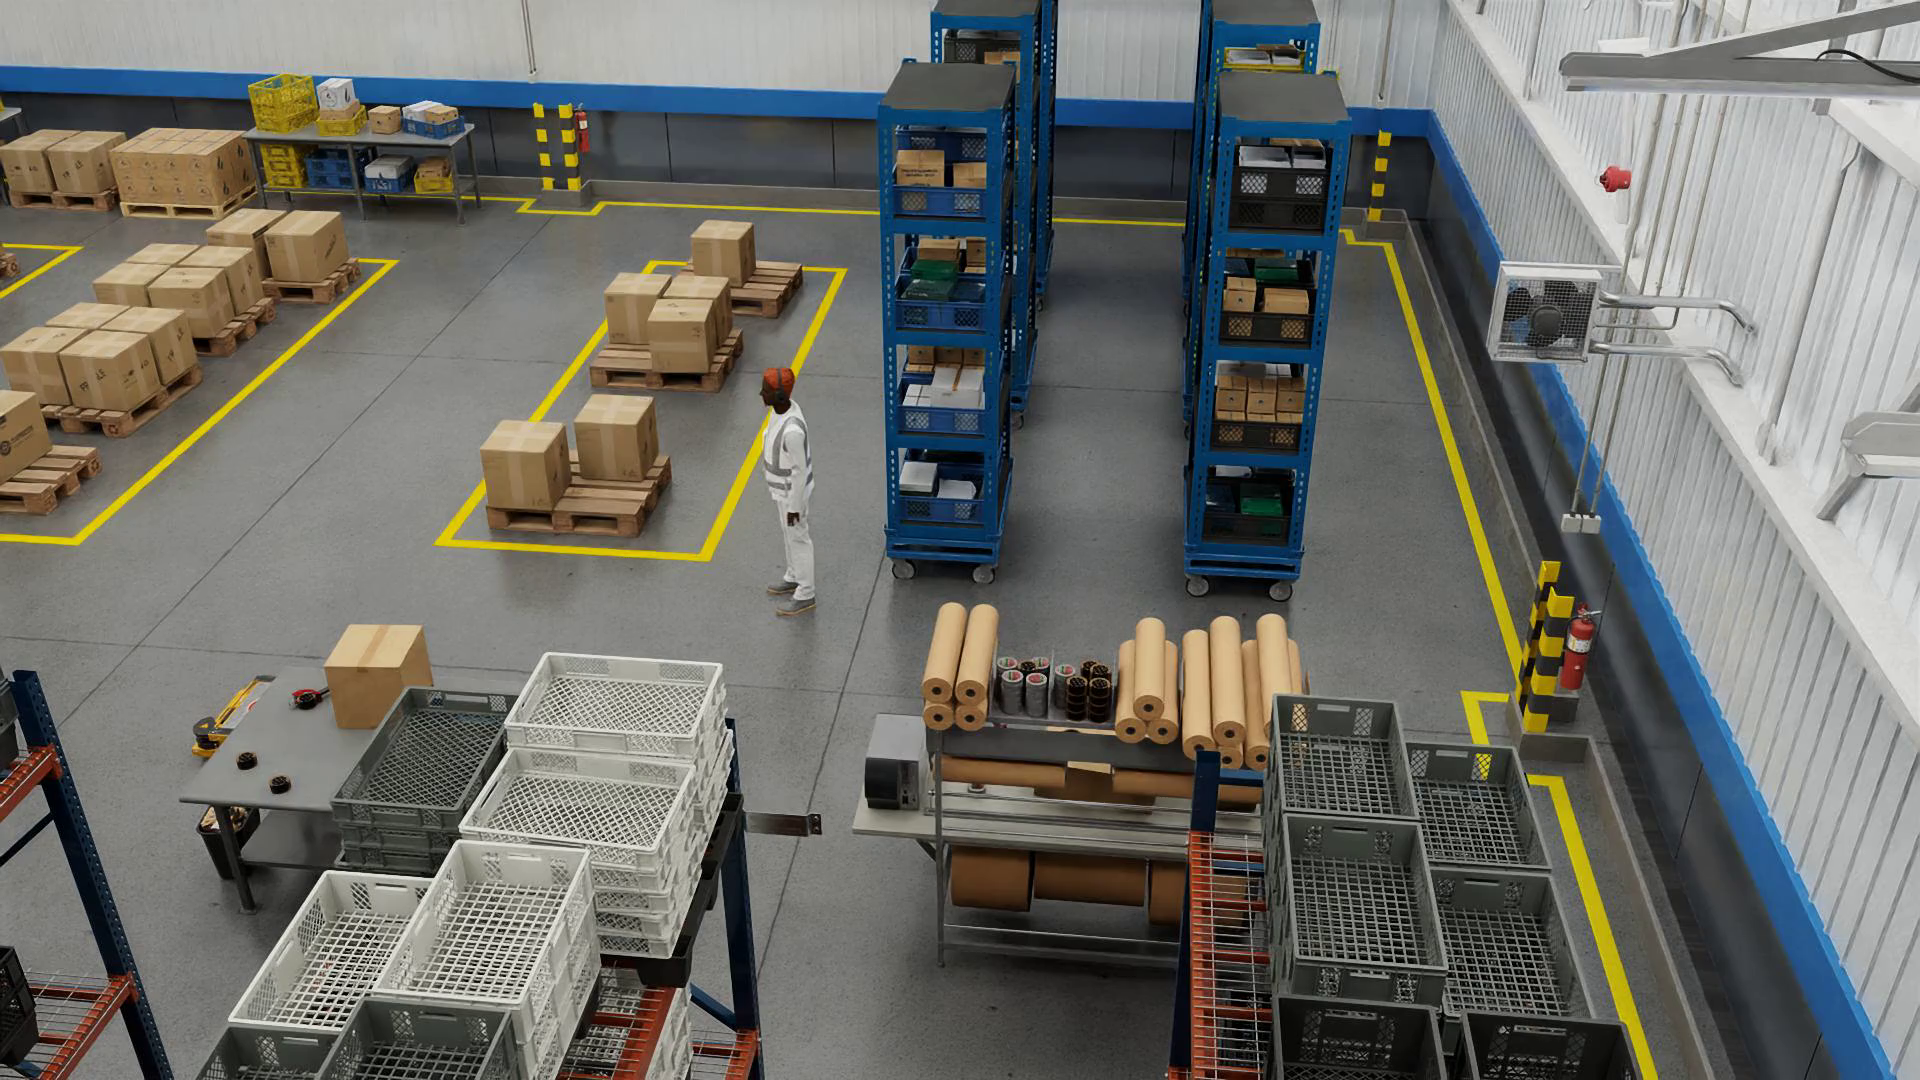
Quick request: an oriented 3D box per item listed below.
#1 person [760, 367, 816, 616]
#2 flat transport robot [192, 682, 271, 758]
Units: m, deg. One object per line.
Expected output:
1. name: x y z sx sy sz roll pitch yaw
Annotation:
1. person: -1.206 -0.347 11.666 0.361 1.882 0.574 -8 31 -13
2. flat transport robot: -4.089 1.163 10.648 1.431 0.197 0.652 3 30 6
